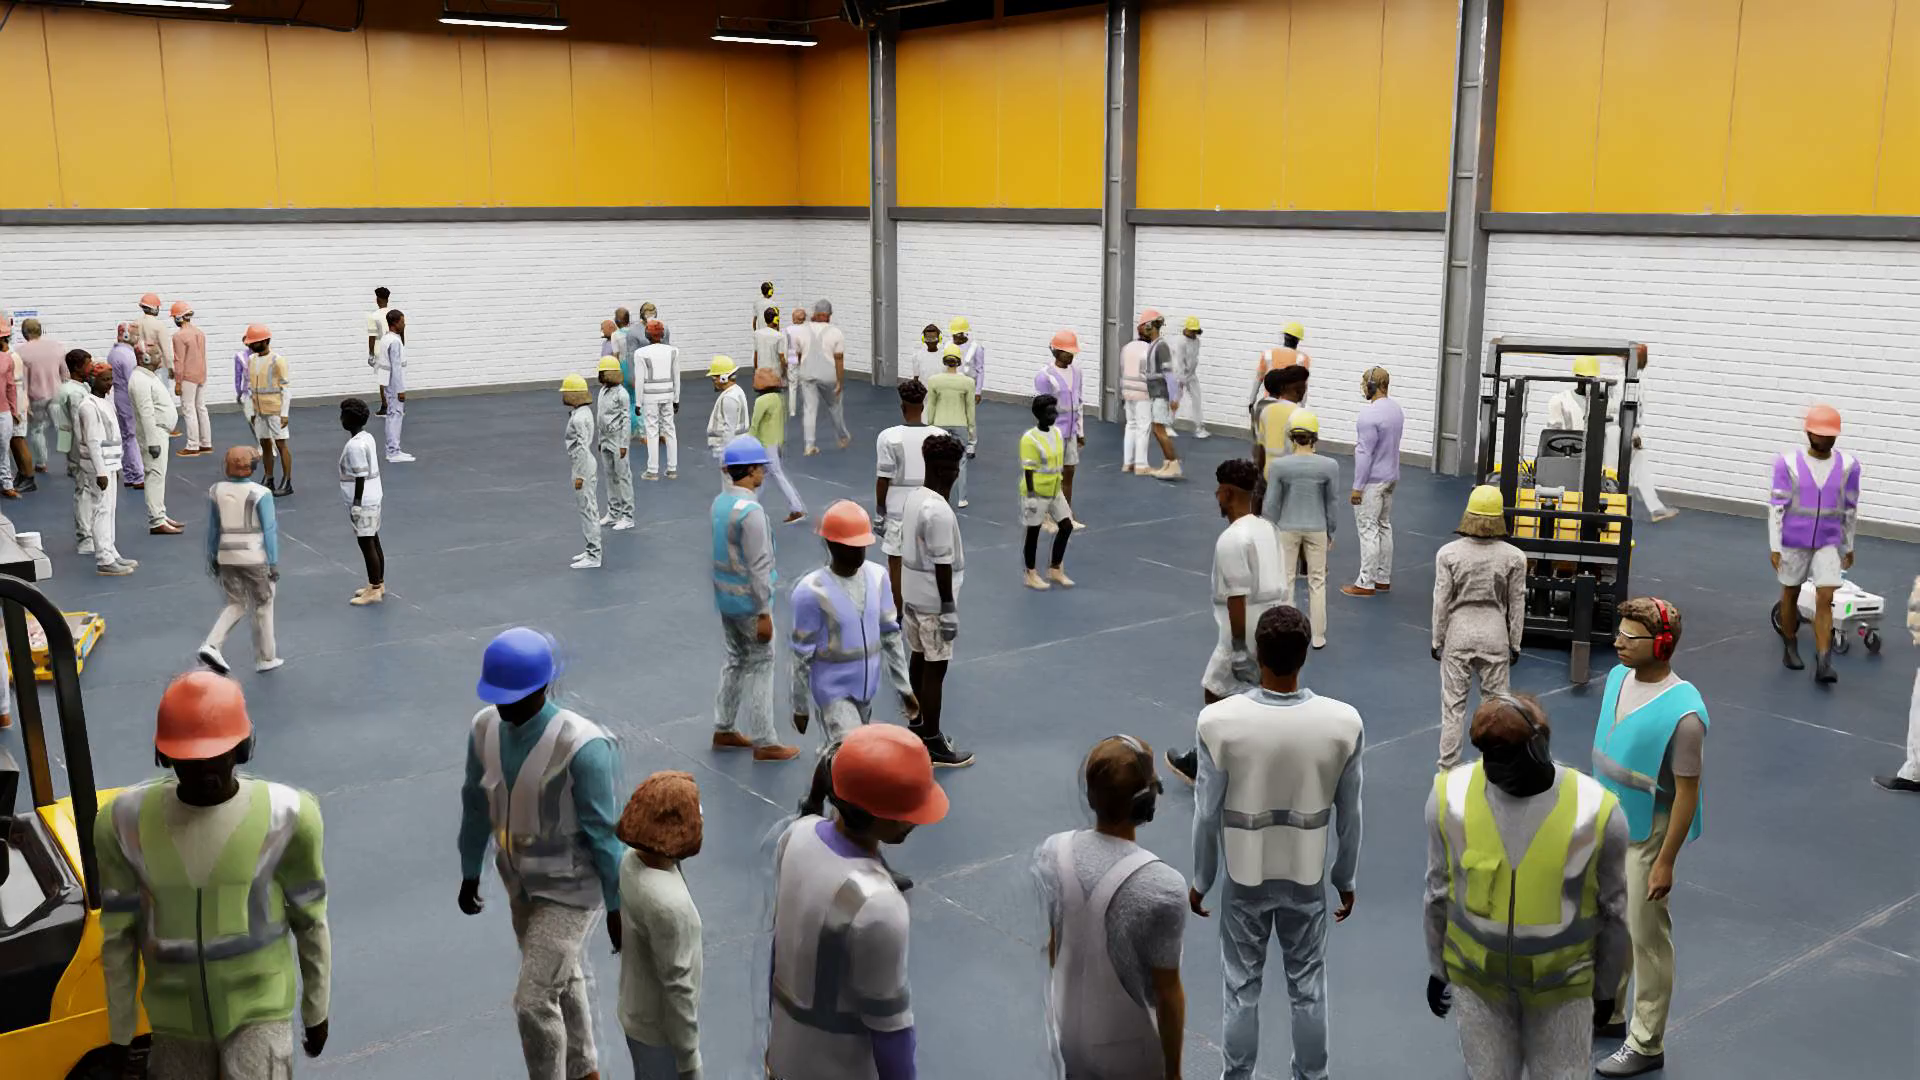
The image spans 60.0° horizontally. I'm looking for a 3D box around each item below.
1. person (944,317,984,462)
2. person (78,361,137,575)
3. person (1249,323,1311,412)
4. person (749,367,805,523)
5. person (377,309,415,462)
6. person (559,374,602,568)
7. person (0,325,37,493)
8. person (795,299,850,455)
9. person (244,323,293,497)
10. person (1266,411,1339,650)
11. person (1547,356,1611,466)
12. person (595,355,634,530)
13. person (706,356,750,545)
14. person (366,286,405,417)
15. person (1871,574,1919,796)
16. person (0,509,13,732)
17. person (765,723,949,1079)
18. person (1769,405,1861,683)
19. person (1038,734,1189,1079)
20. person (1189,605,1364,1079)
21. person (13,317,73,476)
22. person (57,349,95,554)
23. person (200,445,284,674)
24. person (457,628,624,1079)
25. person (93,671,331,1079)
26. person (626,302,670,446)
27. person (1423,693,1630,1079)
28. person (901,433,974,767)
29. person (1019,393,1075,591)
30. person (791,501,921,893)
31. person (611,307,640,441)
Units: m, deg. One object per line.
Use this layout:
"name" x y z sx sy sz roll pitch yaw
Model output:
"person" 0.016 -1.891 20.905 0.591 1.819 0.404 7 14 30
"person" -7.549 -0.634 14.678 0.359 1.884 0.573 -3 12 -15
"person" 3.723 -1.599 19.403 0.709 1.856 0.963 4 12 18
"person" -1.951 -0.970 17.003 0.846 1.594 0.499 3 12 13
"person" -7.119 -1.936 20.915 0.388 1.910 0.586 -6 13 -27
"person" -3.415 -0.619 14.949 0.321 1.742 0.492 -2 12 -8
"person" -10.710 -1.491 18.726 0.550 1.925 0.384 11 16 42
"person" -1.770 -2.166 21.694 0.700 2.000 1.019 3 12 13
"person" -7.681 -1.437 18.449 0.547 1.928 0.385 5 13 24
"person" 2.504 -0.066 12.226 0.527 1.765 0.329 1 12 5
"person" 5.533 -0.701 14.896 0.587 1.928 0.382 -2 12 -9
"person" -3.484 -0.977 16.675 0.297 1.745 0.484 -11 16 -43
"person" -2.206 -0.848 15.871 0.403 1.821 0.602 -1 12 -4
"person" -8.669 -2.841 25.139 0.367 1.965 0.607 10 16 41
"person" 5.463 0.548 9.120 0.588 1.820 0.607 7 14 32
"person" -6.144 0.270 10.183 0.411 1.943 0.610 7 14 31
"person" -0.311 1.419 4.506 0.472 1.990 0.694 -7 14 -30
"person" 5.866 0.035 11.411 0.573 1.894 0.940 3 12 16
"person" 0.461 1.440 4.792 0.511 1.830 0.402 9 15 38
"person" 1.110 1.175 5.857 0.597 1.917 0.374 0 12 0
"person" -10.868 -1.695 19.782 0.963 1.904 0.637 10 15 40
"person" -8.220 -0.826 15.541 0.386 1.913 0.601 -6 13 -29
"person" -5.001 0.158 11.501 0.558 1.613 0.552 3 12 15
"person" -1.464 1.201 5.757 0.716 1.898 0.642 8 14 35
"person" -2.149 1.323 4.888 0.612 2.020 0.778 -2 12 -11
"person" -4.137 -2.216 22.221 0.639 1.928 0.374 -9 15 -37
"person" 1.762 1.353 5.265 0.625 1.814 0.540 6 13 26
"person" -0.149 0.347 9.760 0.389 1.958 0.608 -4 12 -18
"person" 0.754 -0.386 13.958 0.531 1.678 0.560 10 15 40
"person" -0.557 0.723 8.150 1.011 1.888 0.562 11 16 43
"person" -4.454 -2.218 22.464 0.500 1.828 0.541 8 14 34
